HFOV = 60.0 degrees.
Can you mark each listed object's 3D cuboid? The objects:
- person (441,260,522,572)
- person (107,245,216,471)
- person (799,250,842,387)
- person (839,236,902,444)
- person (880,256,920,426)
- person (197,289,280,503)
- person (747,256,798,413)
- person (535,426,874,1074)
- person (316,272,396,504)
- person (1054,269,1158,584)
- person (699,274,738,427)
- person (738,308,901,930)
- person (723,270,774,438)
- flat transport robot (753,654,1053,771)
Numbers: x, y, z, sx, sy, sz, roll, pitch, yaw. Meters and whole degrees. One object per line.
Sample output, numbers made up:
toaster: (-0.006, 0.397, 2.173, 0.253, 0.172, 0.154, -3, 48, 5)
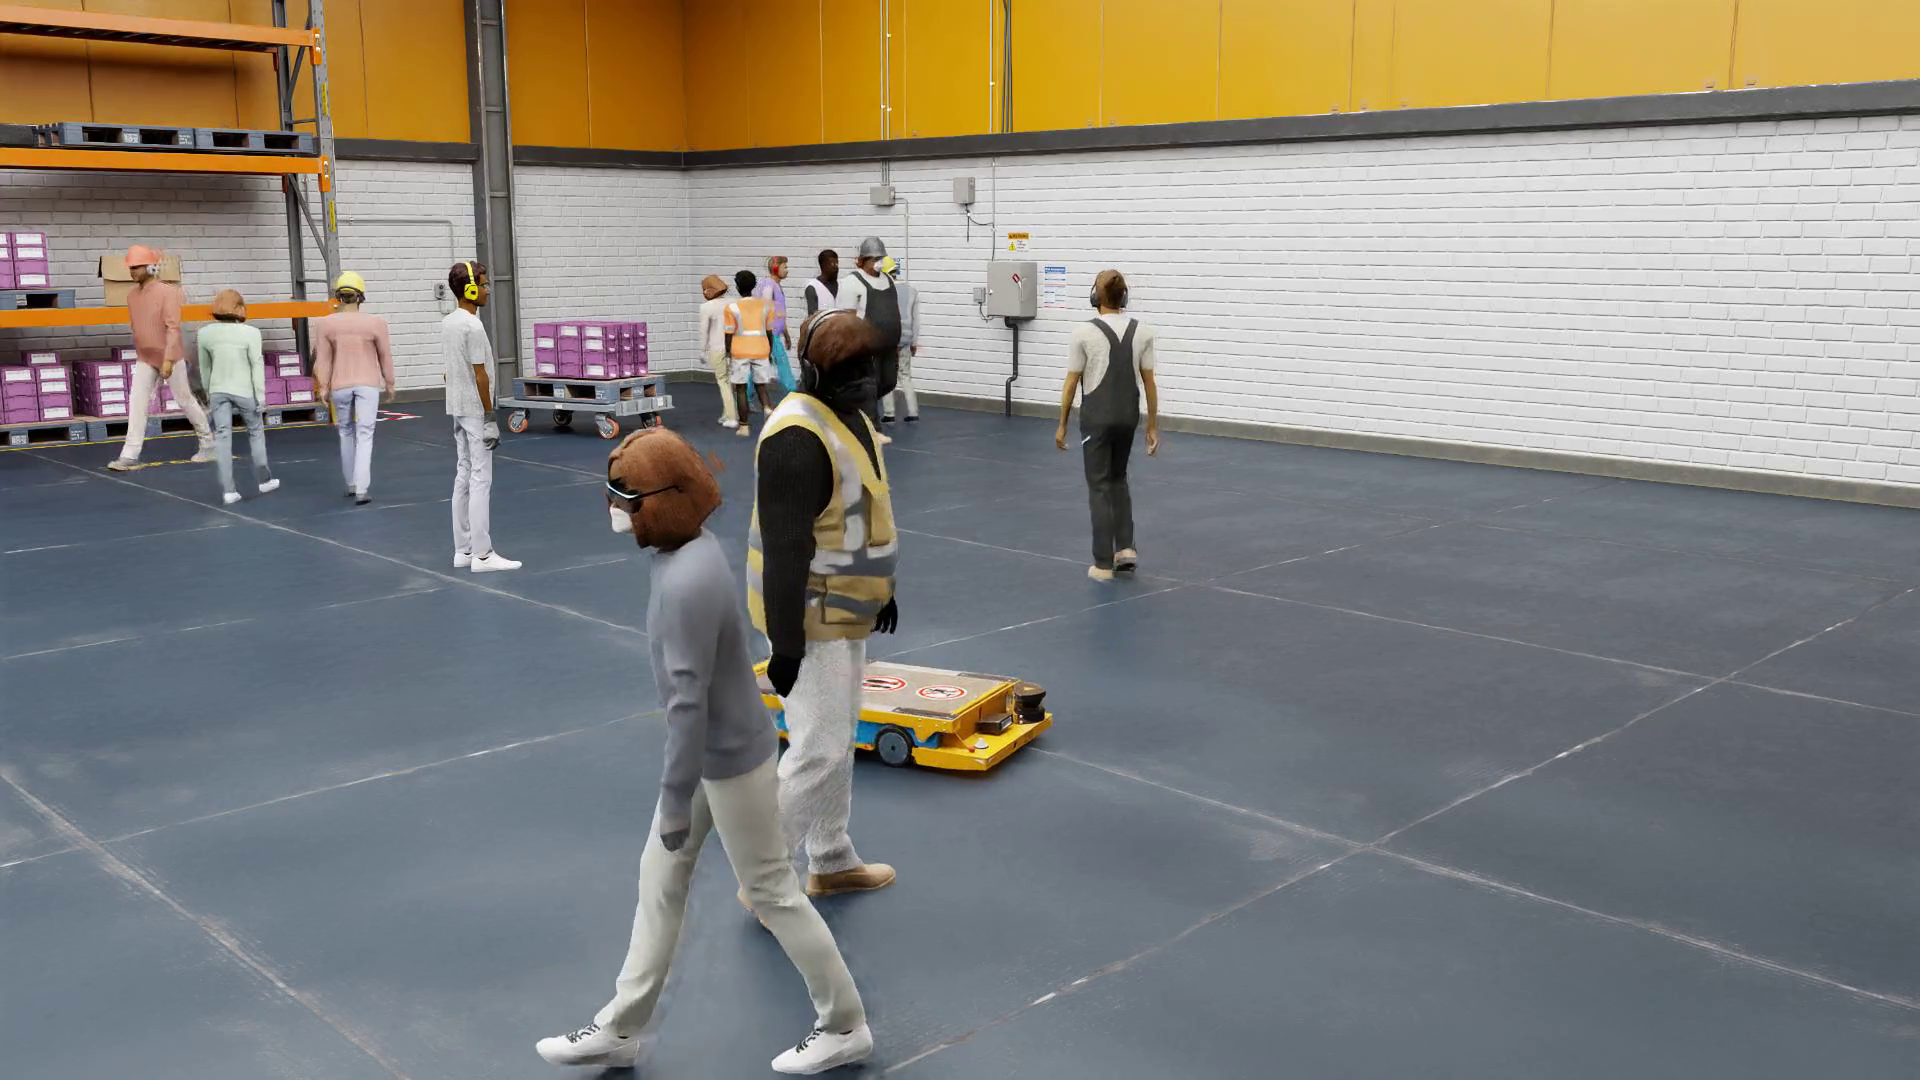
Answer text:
person: (-2.927, -0.741, 10.053, 0.328, 1.872, 0.513, -9, 14, -40)
person: (-6.981, -1.593, 14.526, 0.623, 1.946, 1.041, 4, 11, 19)
person: (-1.338, -2.060, 17.247, 0.996, 1.863, 0.627, 6, 12, 32)
person: (-0.897, -1.979, 16.334, 0.739, 2.000, 0.691, 9, 14, 42)
person: (-0.726, -2.101, 17.653, 0.643, 1.795, 0.426, -6, 12, -29)
person: (-5.543, -1.115, 12.791, 0.521, 1.600, 0.764, 0, 10, -2)
person: (-2.078, -2.304, 18.795, 0.985, 1.786, 0.587, 0, 10, 0)
person: (-0.607, 0.524, 3.900, 0.857, 1.589, 0.526, -3, 11, -14)
person: (-4.592, -1.169, 12.720, 0.540, 1.735, 0.765, -1, 10, -7)
person: (0.865, -0.665, 9.749, 0.525, 1.825, 0.482, -4, 11, -20)
person: (-2.553, -2.001, 17.623, 0.561, 1.602, 0.605, -10, 14, -42)
person: (-0.403, 0.232, 4.909, 0.475, 1.826, 0.797, 1, 10, 8)
person: (-2.076, -1.841, 16.540, 0.543, 1.681, 0.475, -5, 12, -25)
flat transport robot: (-0.406, 0.667, 6.735, 1.431, 0.197, 0.652, 5, 12, 25)
